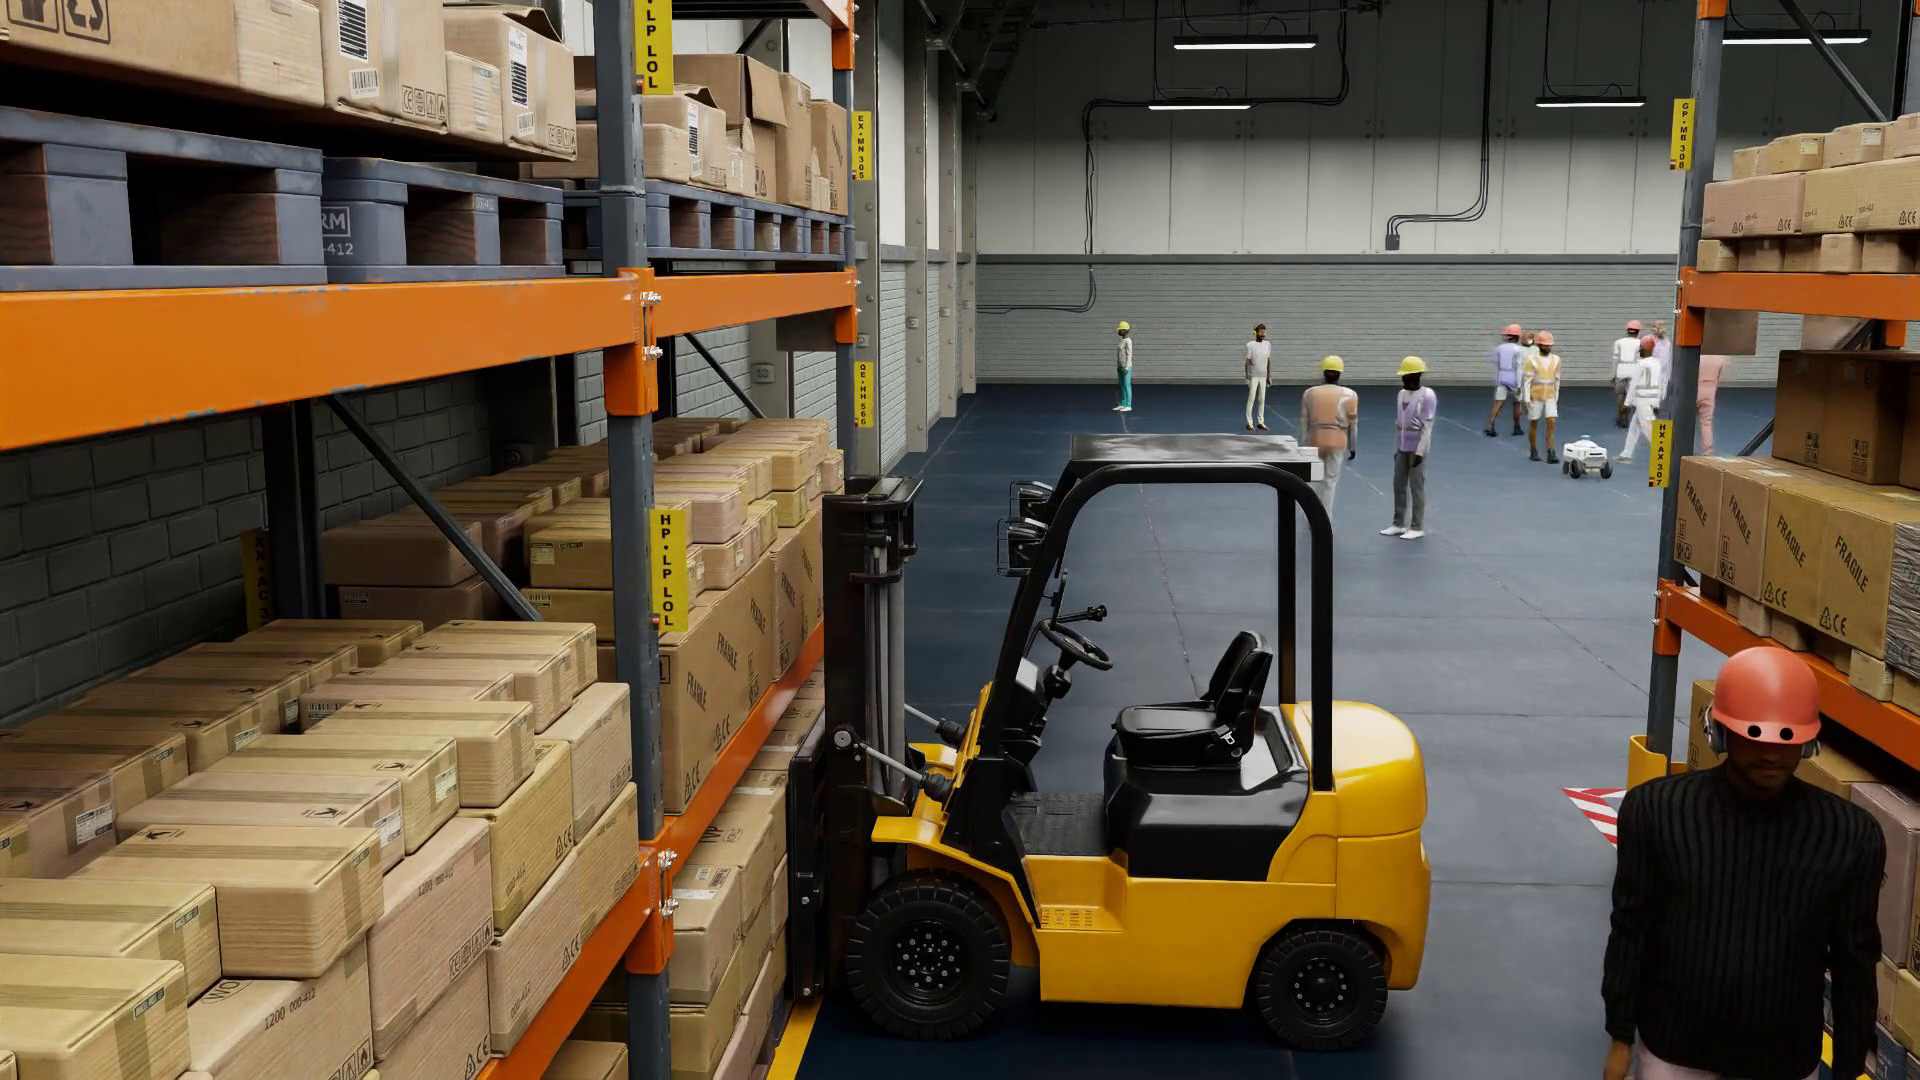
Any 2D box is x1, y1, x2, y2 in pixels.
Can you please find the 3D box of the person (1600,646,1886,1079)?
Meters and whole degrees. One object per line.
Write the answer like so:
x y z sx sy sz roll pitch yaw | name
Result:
1.872 1.221 4.032 0.605 1.986 0.402 3 10 20 | person

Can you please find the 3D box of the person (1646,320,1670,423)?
12.509 -3.020 29.998 0.652 1.887 0.556 -4 10 -23 | person

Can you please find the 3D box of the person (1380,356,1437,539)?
4.734 -0.969 17.477 0.407 1.922 0.600 -4 10 -23 | person

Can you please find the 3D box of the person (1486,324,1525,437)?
9.171 -2.669 27.853 0.949 1.901 0.553 -7 12 -38 | person

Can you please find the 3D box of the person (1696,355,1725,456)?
10.925 -2.106 24.608 0.654 1.850 0.987 0 9 2 | person

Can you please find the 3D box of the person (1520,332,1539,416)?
10.758 -3.127 31.499 0.523 1.591 0.831 -1 9 -7 | person

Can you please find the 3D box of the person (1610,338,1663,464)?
9.798 -1.962 23.729 0.574 1.851 0.953 -8 12 -41 | person

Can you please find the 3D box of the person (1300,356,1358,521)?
3.986 -1.024 17.874 0.583 1.894 0.784 5 11 28 | person

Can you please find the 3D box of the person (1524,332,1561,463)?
8.473 -2.056 24.119 0.563 1.897 0.898 0 9 -1 | person

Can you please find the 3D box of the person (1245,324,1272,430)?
5.200 -2.835 28.974 0.514 1.864 0.312 -4 10 -25 | person

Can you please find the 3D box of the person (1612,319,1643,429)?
11.816 -2.923 29.329 0.558 1.913 0.562 7 12 36 | person

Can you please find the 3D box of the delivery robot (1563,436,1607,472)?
8.478 -1.173 22.560 0.477 0.478 0.707 0 9 -3 | delivery robot

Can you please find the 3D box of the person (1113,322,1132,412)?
3.218 -3.411 32.742 0.309 1.769 0.525 -3 10 -16 | person
